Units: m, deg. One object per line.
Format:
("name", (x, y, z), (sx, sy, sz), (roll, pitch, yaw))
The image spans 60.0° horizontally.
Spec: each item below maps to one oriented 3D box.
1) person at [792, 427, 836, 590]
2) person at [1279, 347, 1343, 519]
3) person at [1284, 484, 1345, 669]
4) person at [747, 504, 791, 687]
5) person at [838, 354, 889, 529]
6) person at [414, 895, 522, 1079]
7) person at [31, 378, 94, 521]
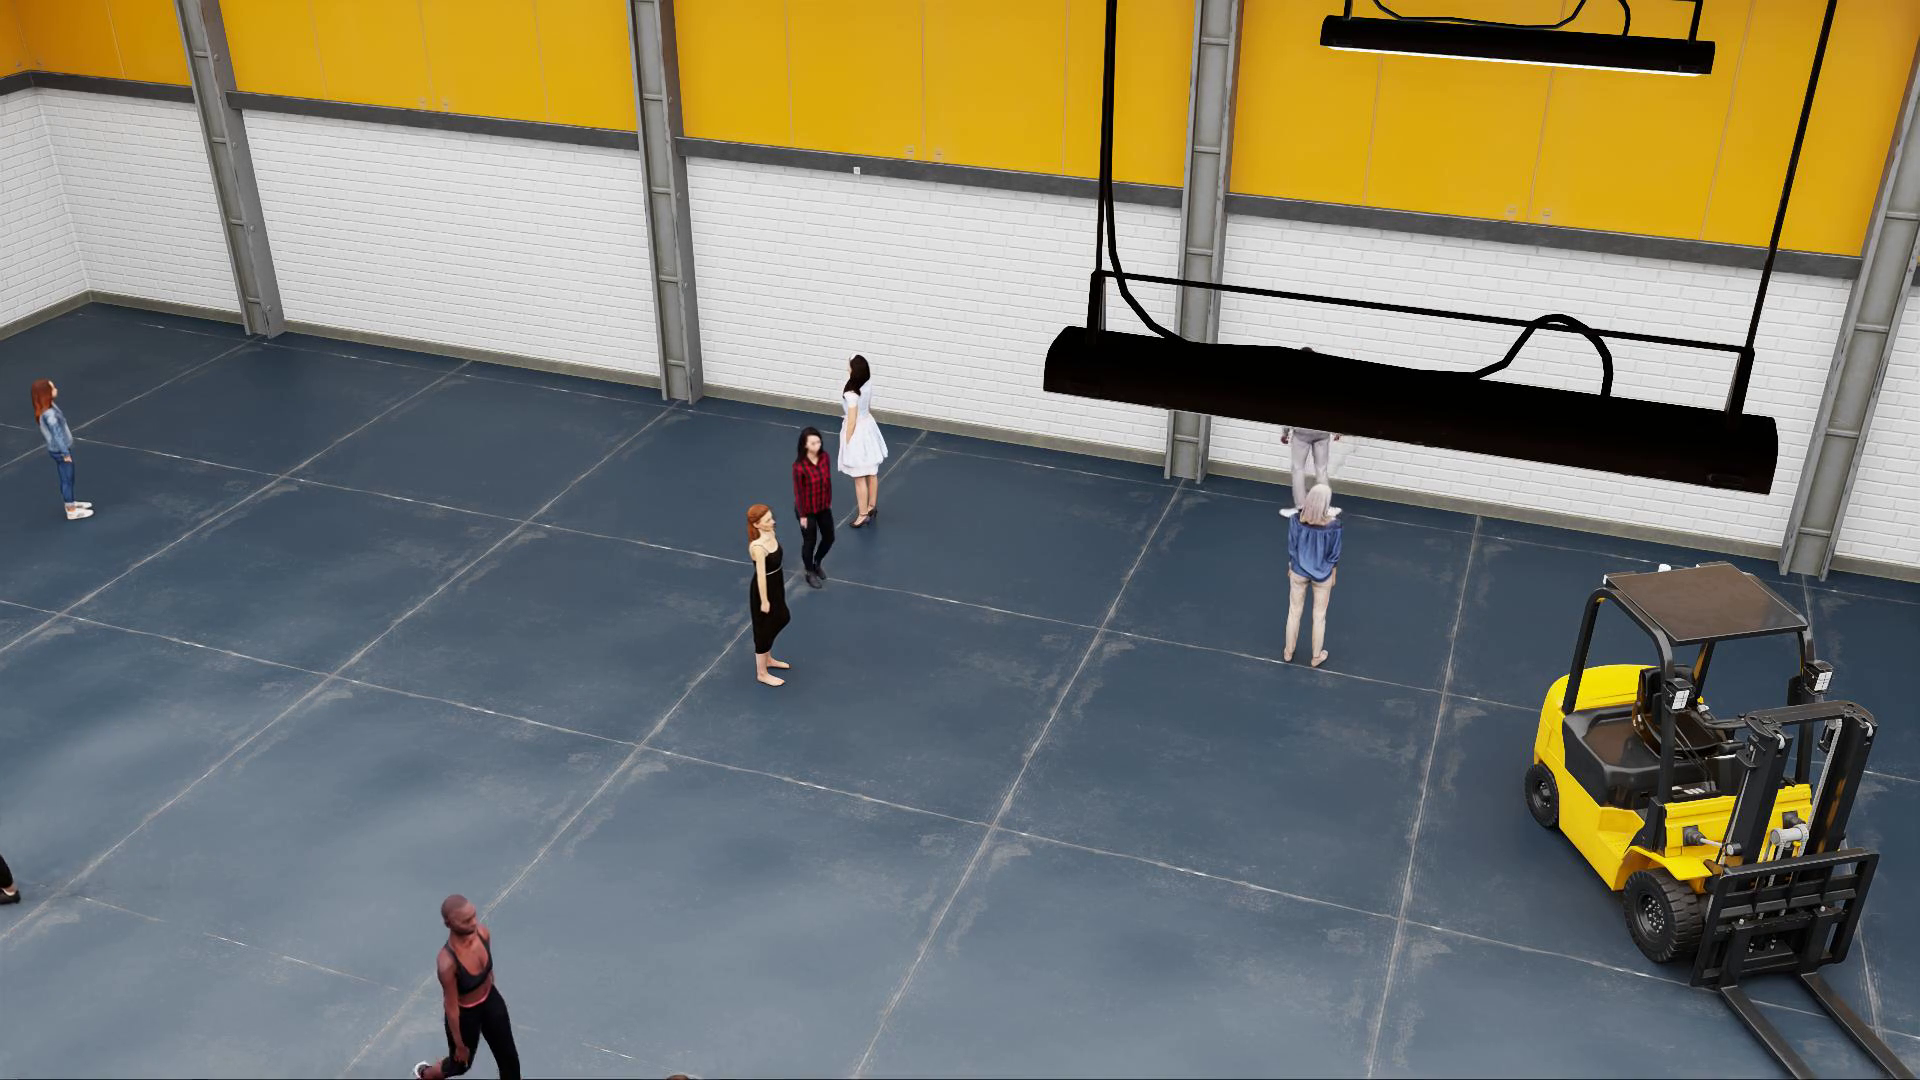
("person", (-1.414, -0.320, 15.275), (0.694, 1.645, 0.690), (24, 37, 37))
("person", (3.534, -1.039, 16.421), (0.790, 1.811, 0.955), (-1, 29, -2))
("person", (2.981, 0.291, 14.099), (0.501, 1.697, 0.669), (11, 31, 20))
("person", (-1.628, 0.428, 13.926), (0.608, 1.624, 0.599), (5, 29, 9))
("person", (-0.971, -0.969, 16.284), (0.748, 1.819, 0.725), (14, 32, 24))
("person", (-2.888, 2.731, 9.598), (1.153, 1.725, 0.654), (13, 31, 23))
("person", (-8.963, -0.912, 16.537), (0.686, 1.475, 0.596), (-19, 34, -30))
